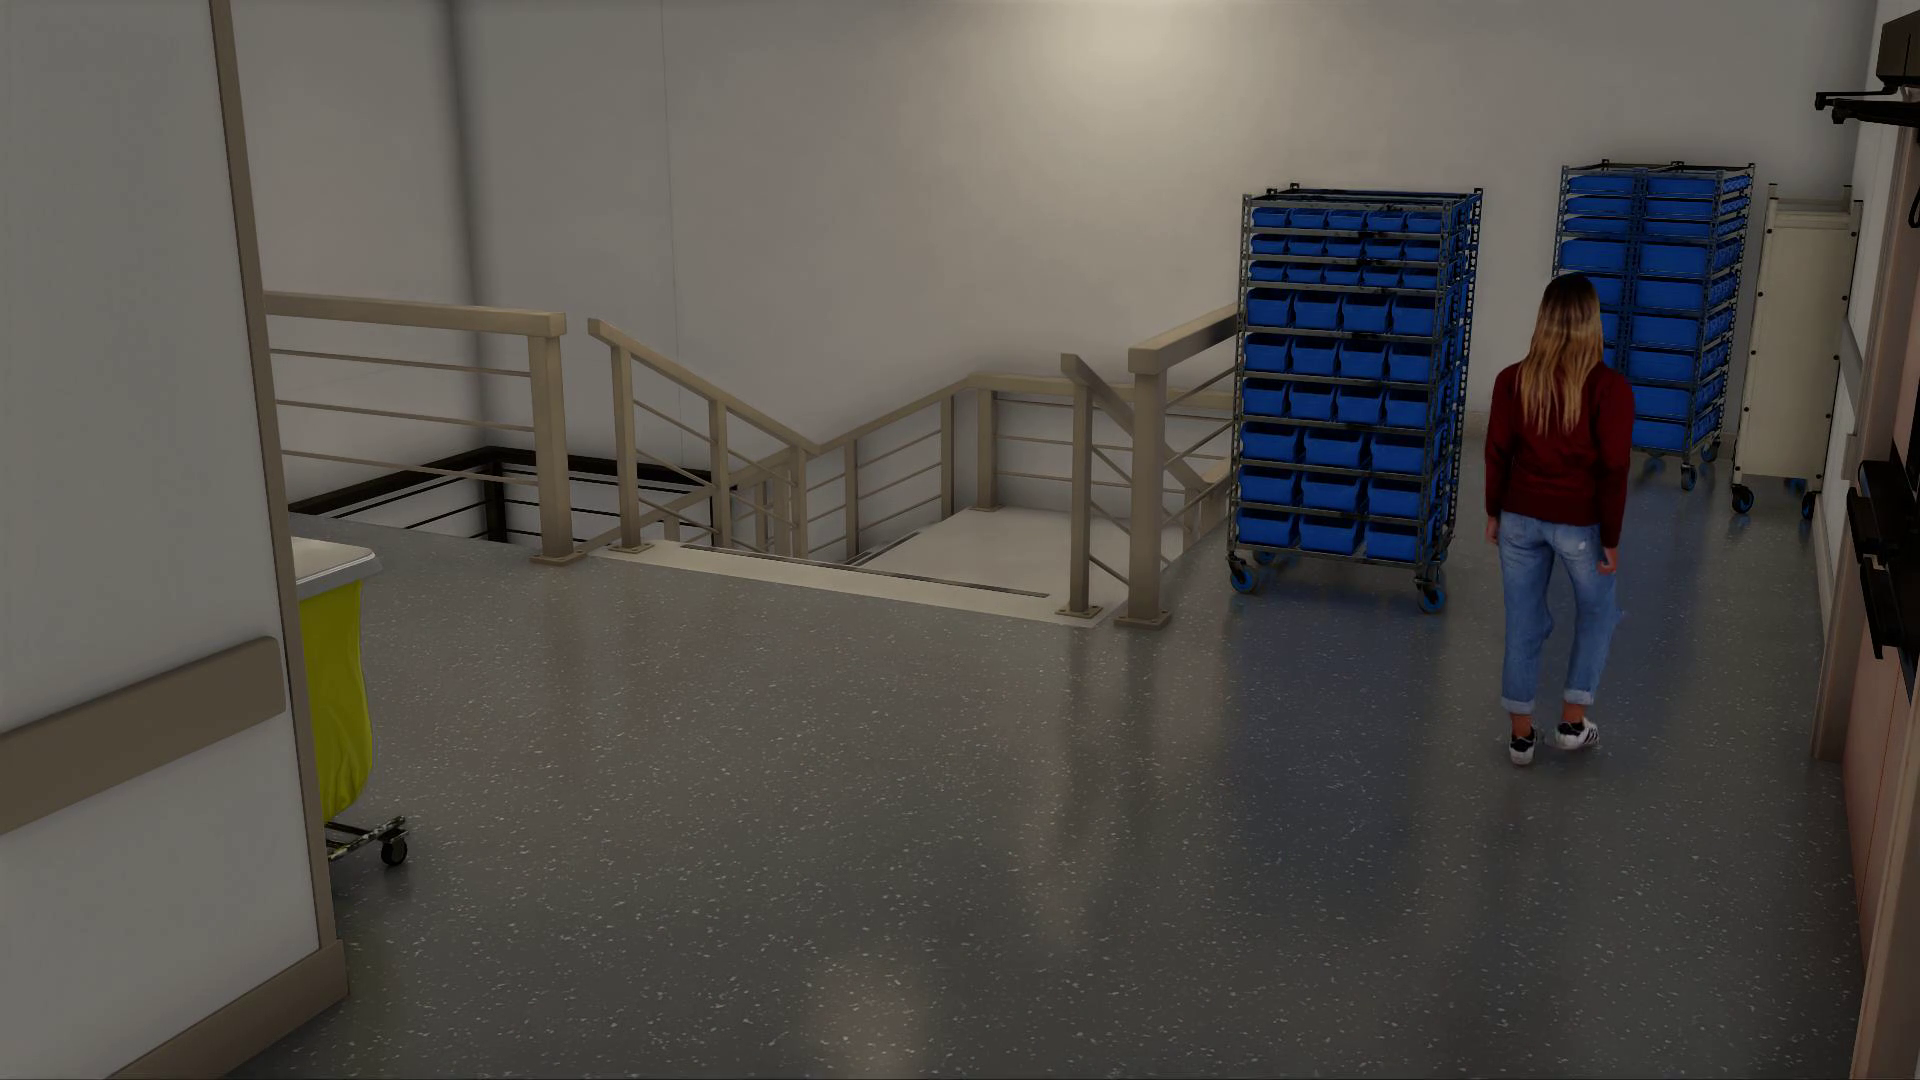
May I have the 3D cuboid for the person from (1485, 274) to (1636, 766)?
[{"bbox_3d":[1.908,-0.030,5.376,0.643,1.624,0.636,10,18,31],"label":"person"}]
